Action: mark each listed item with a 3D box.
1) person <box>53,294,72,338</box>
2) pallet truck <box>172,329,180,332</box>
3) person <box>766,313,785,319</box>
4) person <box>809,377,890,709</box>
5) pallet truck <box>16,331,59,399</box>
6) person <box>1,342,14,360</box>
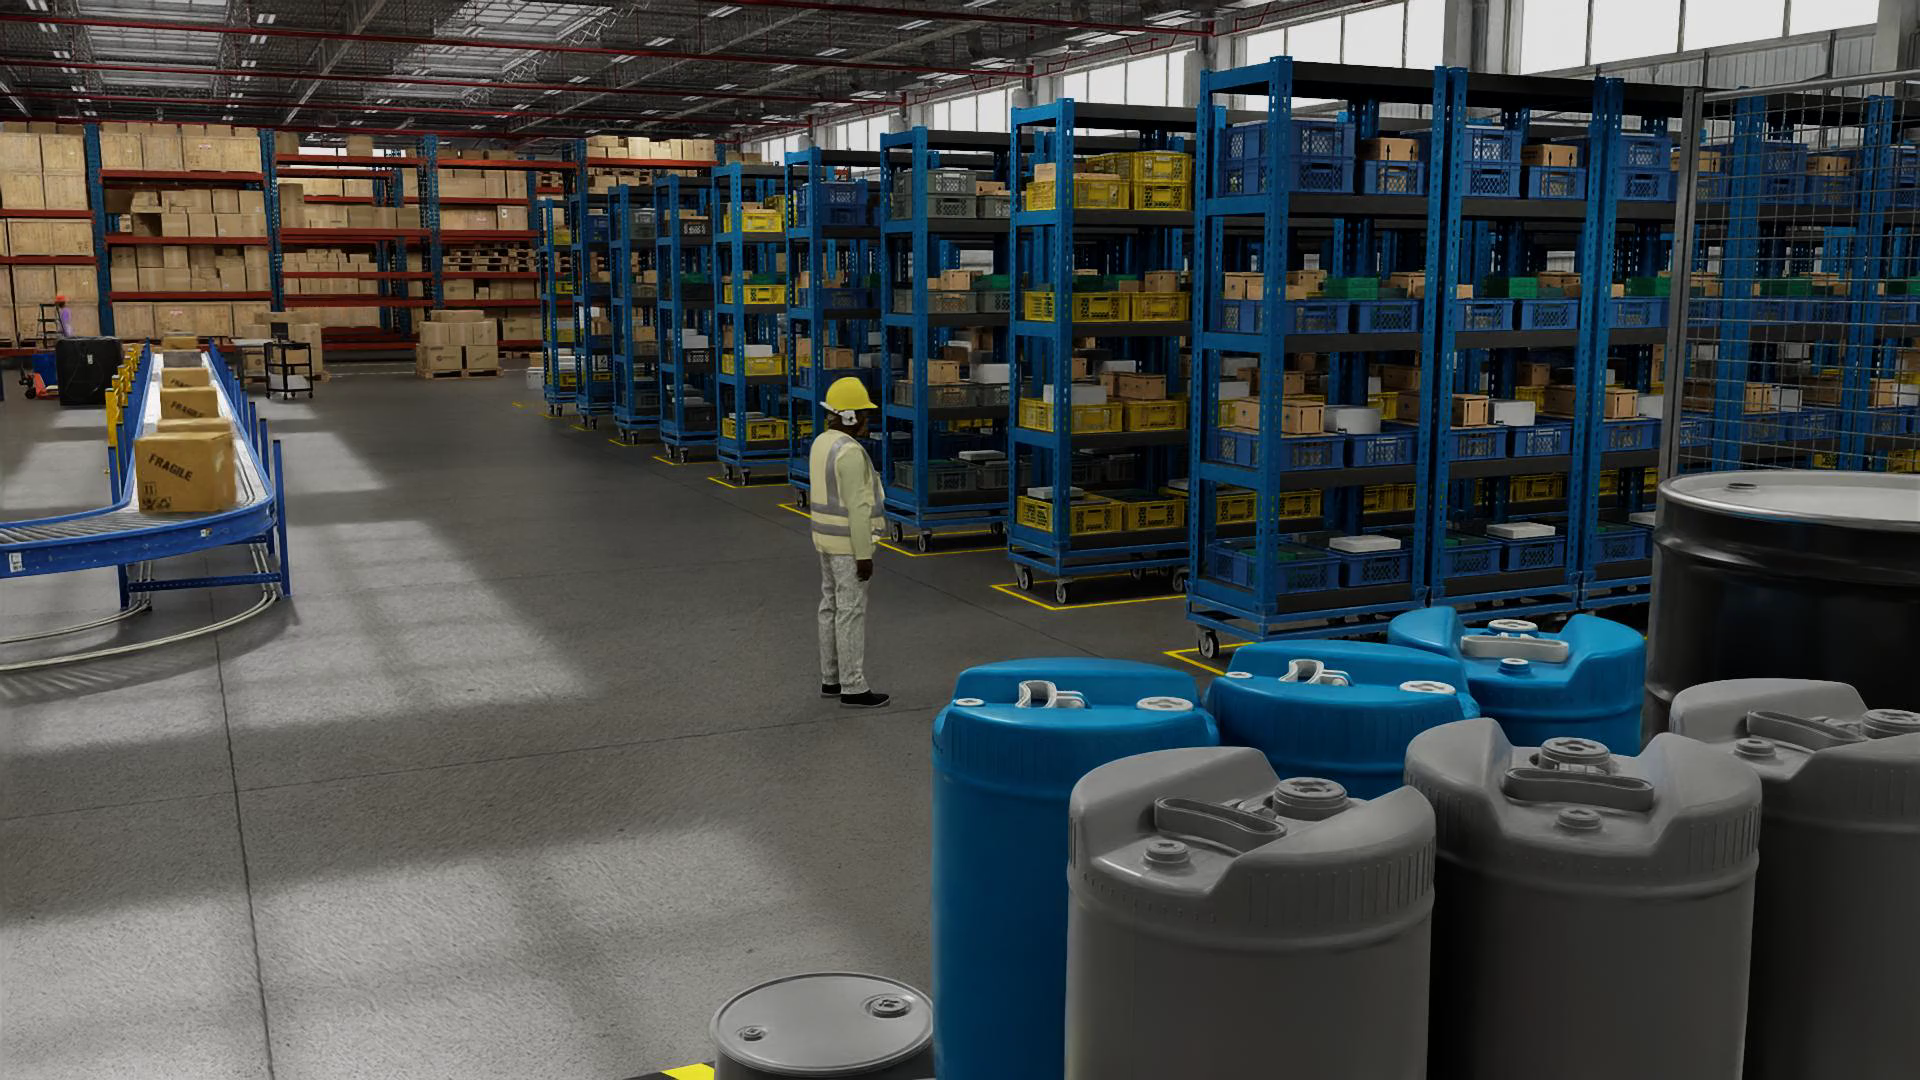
[{"bbox_3d":[-21.457,-4.968,39.979,0.978,1.898,0.545,-5,10,-26],"label":"person"},{"bbox_3d":[-17.275,-3.851,35.096,1.601,1.201,0.680,0,9,1],"label":"pallet truck"},{"bbox_3d":[-5.098,-5.913,45.915,0.614,1.885,1.021,2,9,12],"label":"person"},{"bbox_3d":[-0.617,0.016,9.228,0.403,1.833,0.591,-4,10,-26],"label":"person"},{"bbox_3d":[-17.082,-3.353,31.781,1.630,1.274,0.653,-4,10,-25],"label":"pallet truck"},{"bbox_3d":[-26.291,-5.882,45.232,0.764,2.028,0.619,-3,10,-20],"label":"person"}]
